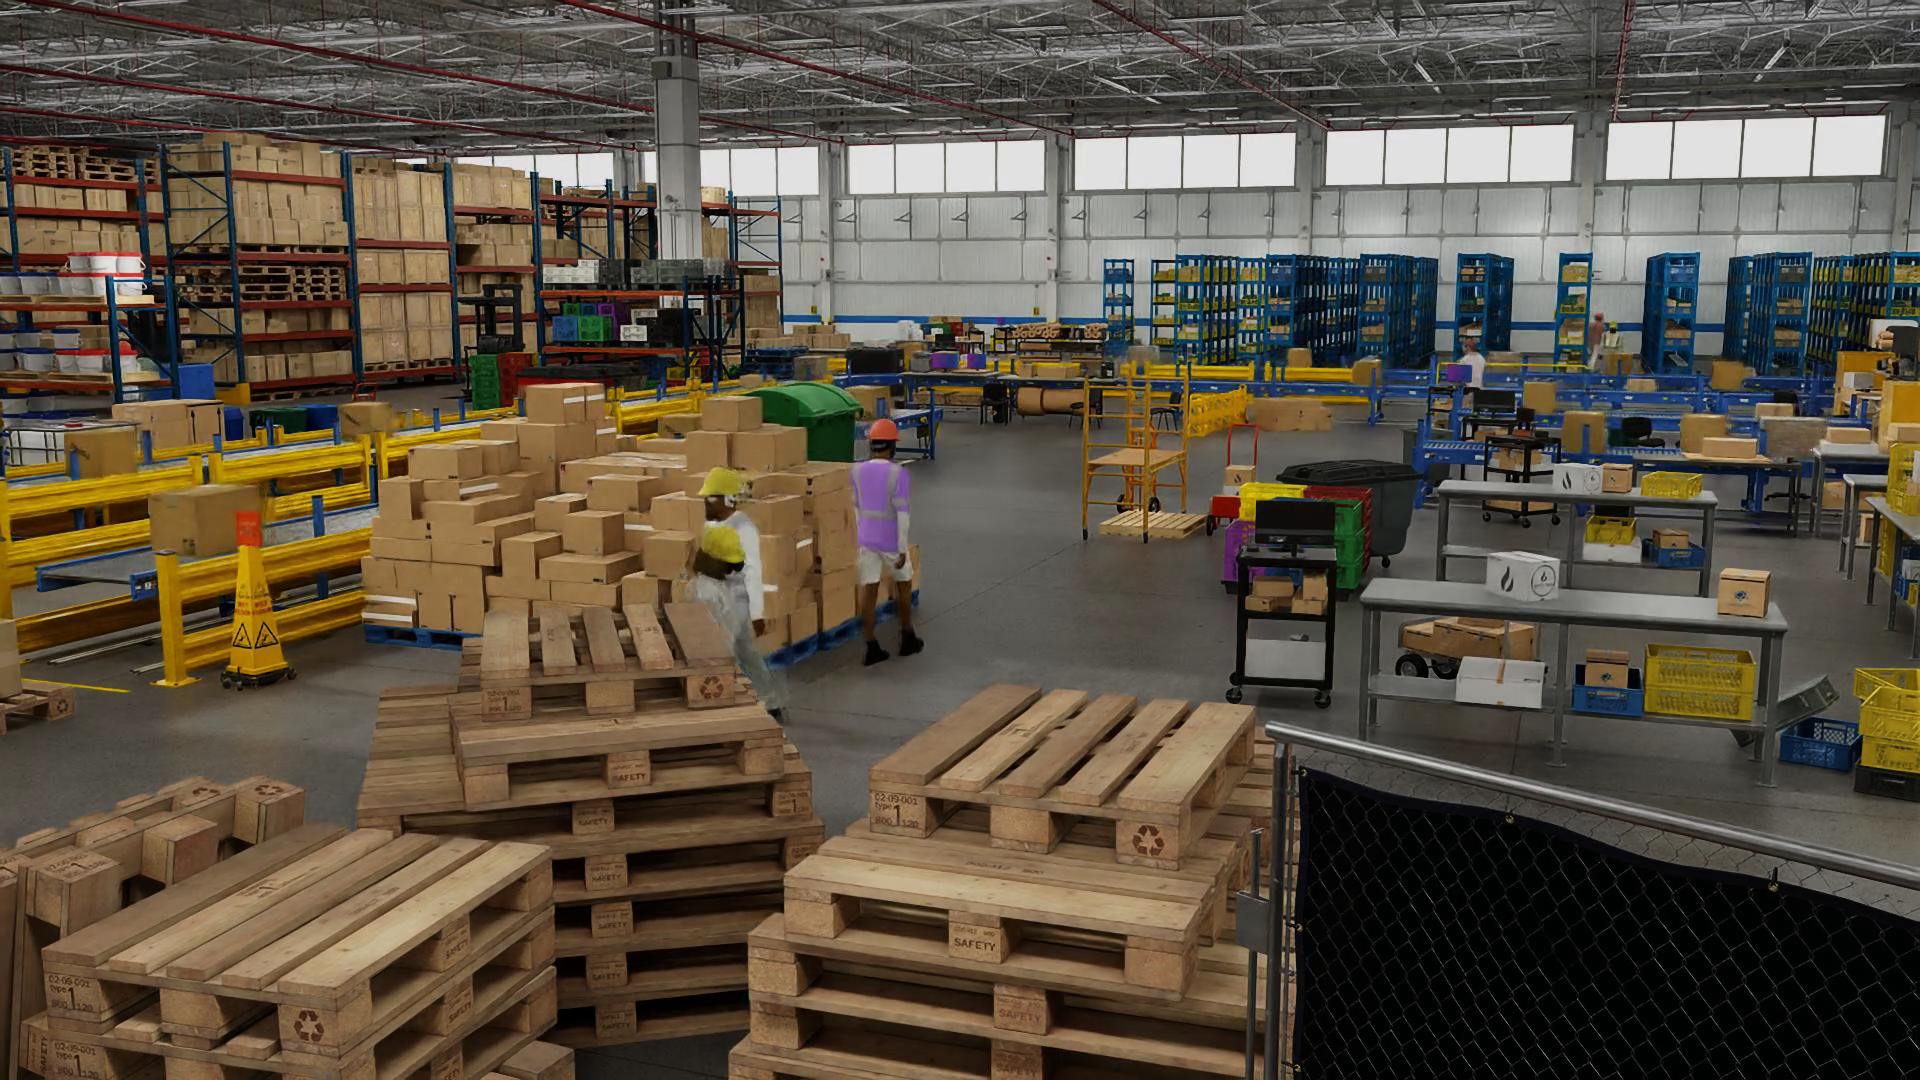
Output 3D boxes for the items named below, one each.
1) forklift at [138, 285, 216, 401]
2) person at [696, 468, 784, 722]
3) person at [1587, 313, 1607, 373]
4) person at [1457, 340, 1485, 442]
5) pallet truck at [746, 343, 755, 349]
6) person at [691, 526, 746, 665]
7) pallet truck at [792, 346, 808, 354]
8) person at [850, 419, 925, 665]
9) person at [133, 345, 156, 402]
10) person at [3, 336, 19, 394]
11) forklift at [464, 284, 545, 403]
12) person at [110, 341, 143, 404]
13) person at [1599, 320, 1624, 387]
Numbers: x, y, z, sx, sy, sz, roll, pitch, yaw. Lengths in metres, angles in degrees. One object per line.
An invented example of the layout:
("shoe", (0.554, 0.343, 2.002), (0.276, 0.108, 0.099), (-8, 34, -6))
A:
("forklift", (-17.480, -4.200, 36.461), (1.873, 2.768, 1.129), (3, 10, 19))
("person", (-1.565, 0.412, 10.923), (0.954, 1.781, 0.614), (-5, 10, -30))
("person", (19.338, -5.940, 50.562), (1.192, 1.879, 0.635), (-8, 12, -42))
("person", (9.187, -2.686, 30.120), (0.680, 1.869, 0.626), (-5, 10, -30))
("pallet truck", (-6.183, -4.618, 44.264), (1.601, 1.201, 0.680), (-9, 12, -43))
("person", (-1.262, 0.748, 9.104), (0.873, 1.674, 0.521), (-1, 9, -7))
("pallet truck", (-3.705, -4.298, 42.022), (0.653, 1.274, 1.630), (3, 10, 20))
("person", (-0.566, -0.005, 13.157), (0.544, 1.904, 0.822), (4, 10, 24))
("person", (-16.803, -3.185, 34.068), (0.856, 1.588, 0.516), (4, 10, 22))
("person", (-20.509, -3.592, 35.842), (0.894, 1.855, 0.717), (3, 10, 18))
("forklift", (-10.832, -4.702, 39.610), (1.129, 2.768, 1.873), (3, 10, 20))
("person", (-14.184, -2.427, 28.332), (0.388, 1.930, 0.539), (7, 12, 39))
("person", (17.763, -5.086, 45.350), (0.607, 1.817, 0.561), (5, 10, 28))
